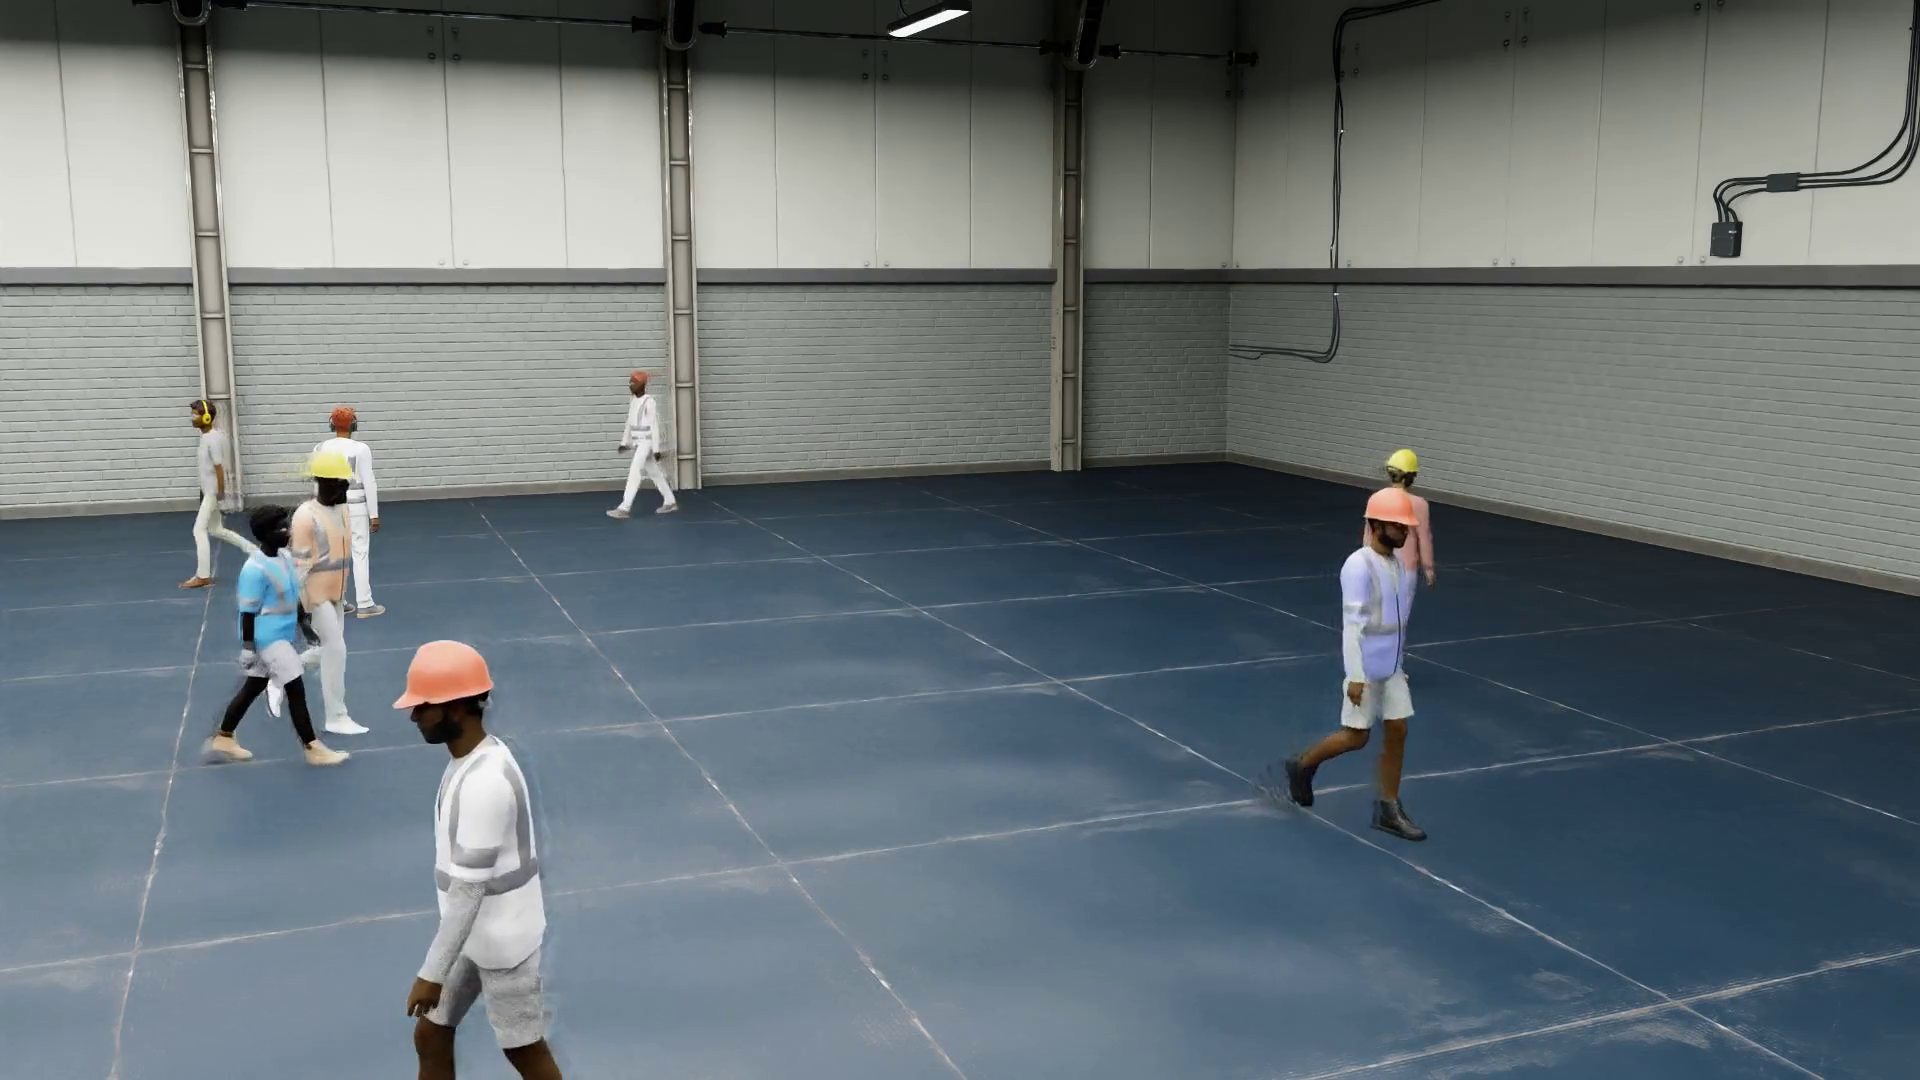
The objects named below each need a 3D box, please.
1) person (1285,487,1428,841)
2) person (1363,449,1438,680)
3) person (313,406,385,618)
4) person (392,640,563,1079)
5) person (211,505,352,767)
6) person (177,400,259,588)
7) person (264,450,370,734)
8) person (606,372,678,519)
[{"bbox_3d":[2.188,0.648,9.056,0.557,1.914,0.769,-8,12,-42],"label":"person"},{"bbox_3d":[3.276,0.200,12.367,0.372,1.754,0.530,-6,11,-34],"label":"person"},{"bbox_3d":[-5.412,-0.244,14.738,0.584,1.884,0.346,2,9,14],"label":"person"},{"bbox_3d":[-1.608,1.262,5.241,0.854,1.898,0.547,-4,10,-26],"label":"person"},{"bbox_3d":[-4.269,0.596,10.246,0.888,1.649,0.547,-1,9,-6],"label":"person"},{"bbox_3d":[-7.243,-0.465,16.257,0.792,1.843,0.519,-5,10,-27],"label":"person"},{"bbox_3d":[-4.316,0.343,11.037,0.741,1.902,0.587,1,9,8],"label":"person"},{"bbox_3d":[-3.989,-1.201,20.943,1.003,1.835,0.592,-5,10,-29],"label":"person"}]
